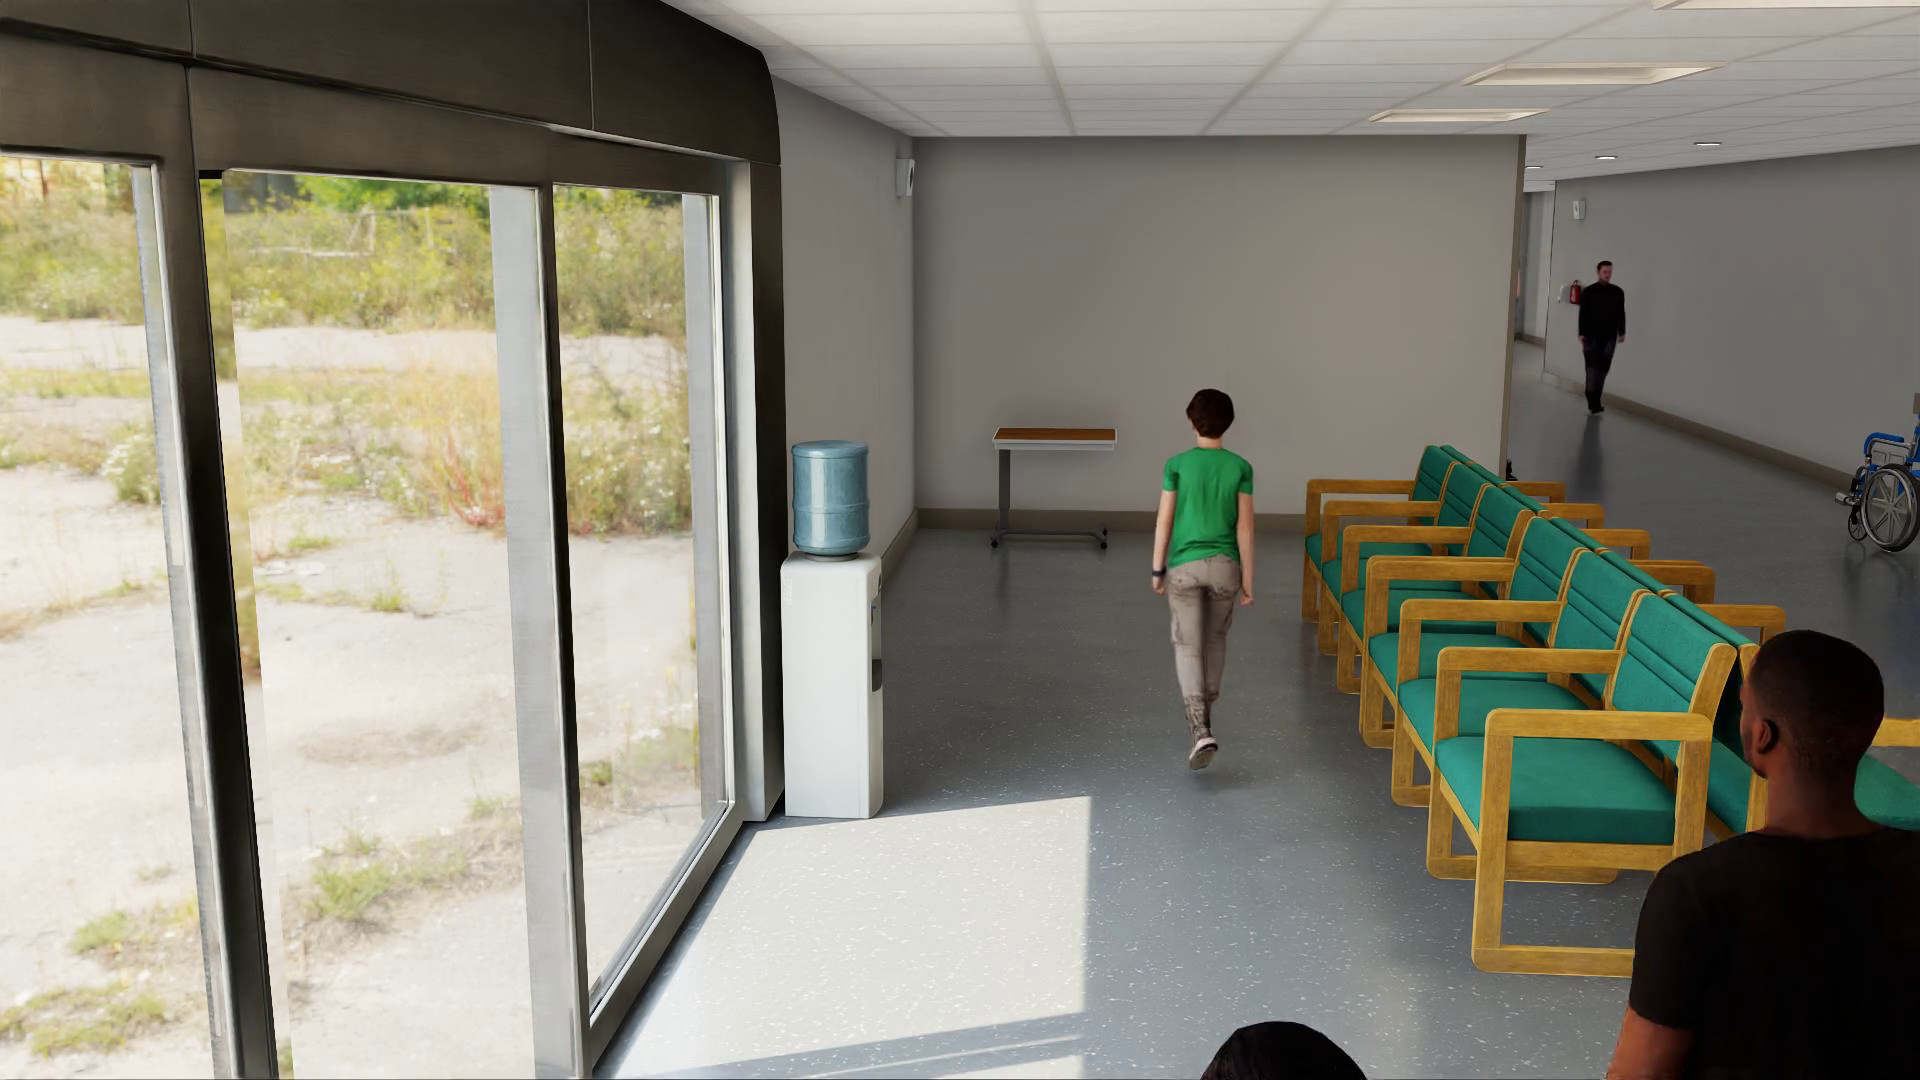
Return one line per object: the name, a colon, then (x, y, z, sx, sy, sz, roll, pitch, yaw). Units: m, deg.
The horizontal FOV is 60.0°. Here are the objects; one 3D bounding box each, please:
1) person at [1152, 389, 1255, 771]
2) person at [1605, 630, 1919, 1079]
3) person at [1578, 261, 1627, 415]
person: (1.070, 0.185, 7.236, 1.082, 1.622, 0.726, 0, 11, -1)
person: (1.185, 1.028, 2.321, 0.526, 1.797, 0.757, 0, 11, 2)
person: (7.964, -2.519, 20.790, 0.968, 1.881, 0.809, 0, 11, -1)
